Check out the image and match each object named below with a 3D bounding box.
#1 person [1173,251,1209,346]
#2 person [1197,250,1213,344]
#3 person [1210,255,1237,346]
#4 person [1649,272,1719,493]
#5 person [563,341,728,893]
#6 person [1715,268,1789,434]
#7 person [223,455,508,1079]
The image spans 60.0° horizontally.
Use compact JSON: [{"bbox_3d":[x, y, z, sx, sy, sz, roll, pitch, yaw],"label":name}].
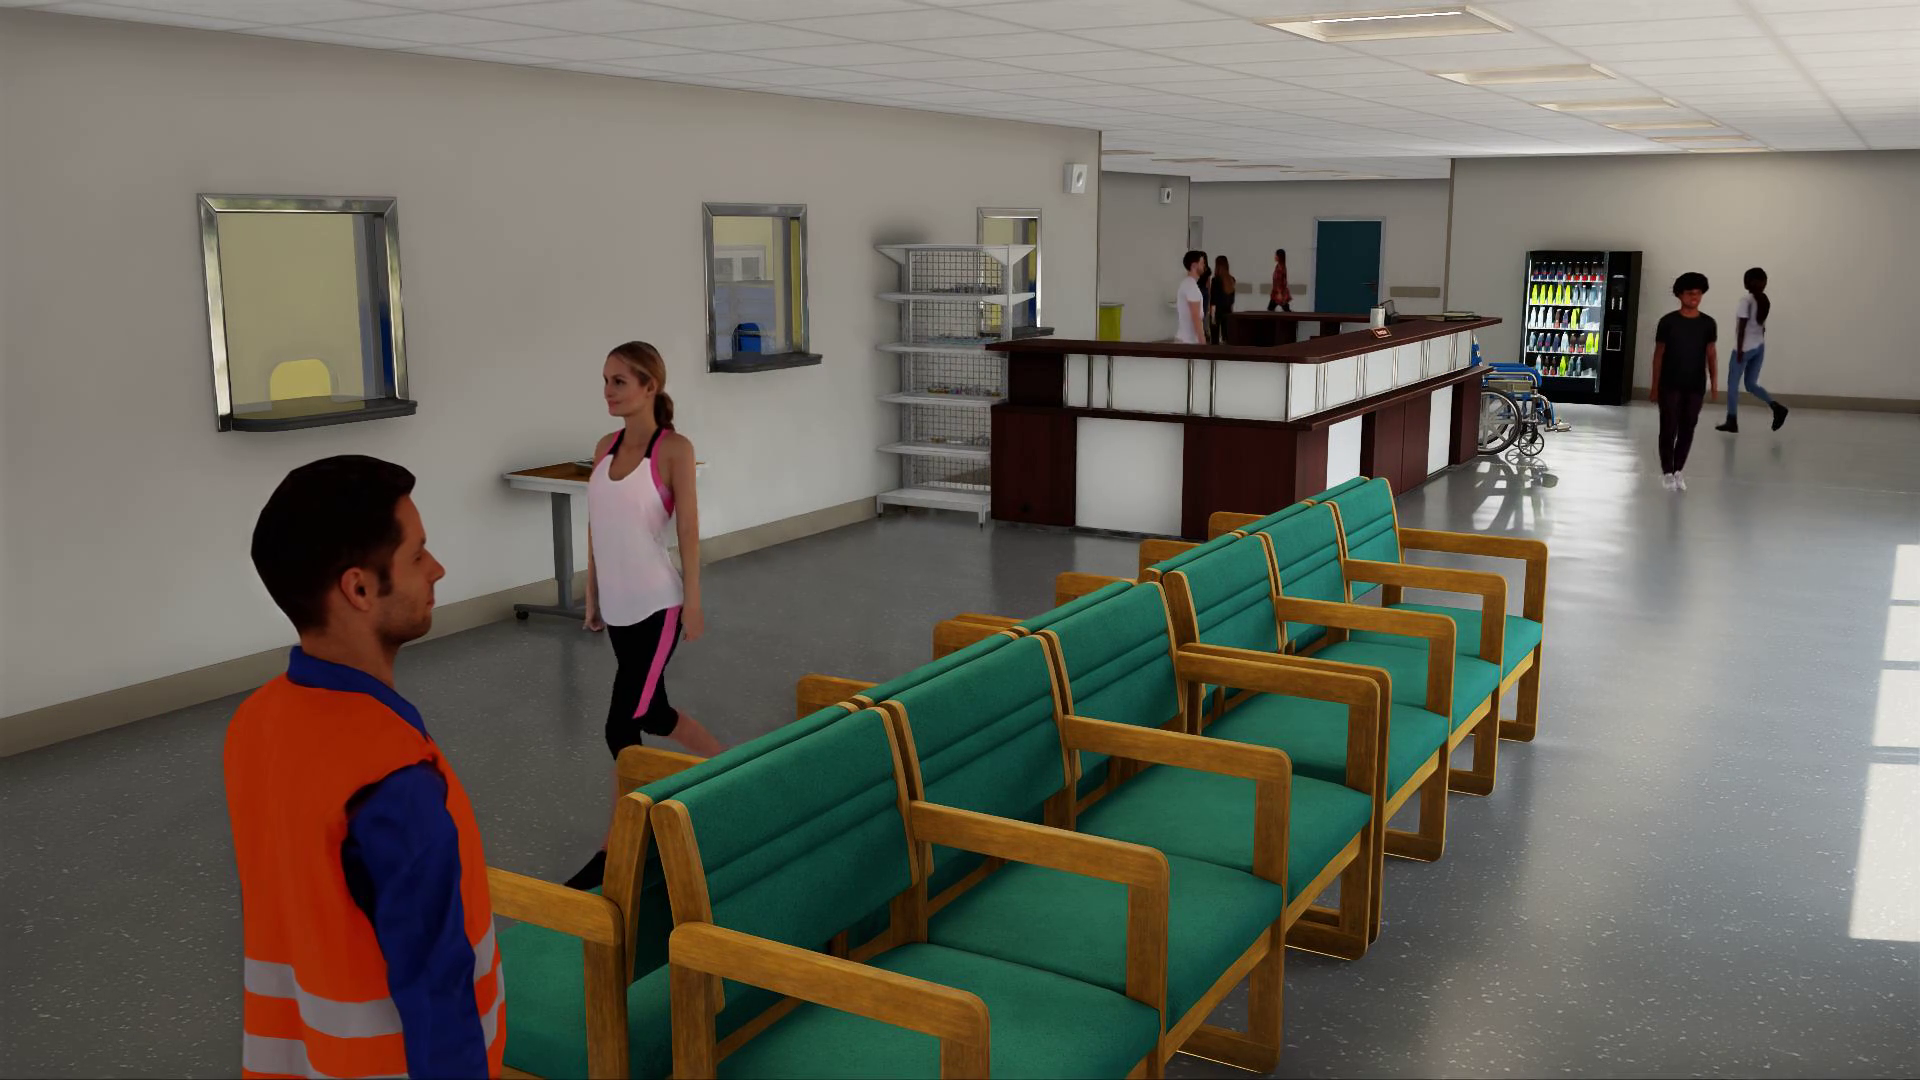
[{"bbox_3d":[2.303,-2.062,17.414,1.280,1.854,0.933,2,11,11],"label":"person"},{"bbox_3d":[3.979,-3.882,27.364,0.921,1.720,0.647,7,13,32],"label":"person"},{"bbox_3d":[3.878,-3.282,24.257,0.910,1.699,1.071,-6,12,-30],"label":"person"},{"bbox_3d":[5.862,-1.284,13.551,0.864,1.766,0.886,1,11,5],"label":"person"},{"bbox_3d":[-0.977,0.247,5.502,1.094,1.759,0.790,8,14,38],"label":"person"},{"bbox_3d":[8.151,-1.909,17.030,0.907,1.697,1.073,-6,12,-29],"label":"person"},{"bbox_3d":[-0.797,0.803,2.287,0.820,1.864,0.646,-10,15,-43],"label":"person"}]
